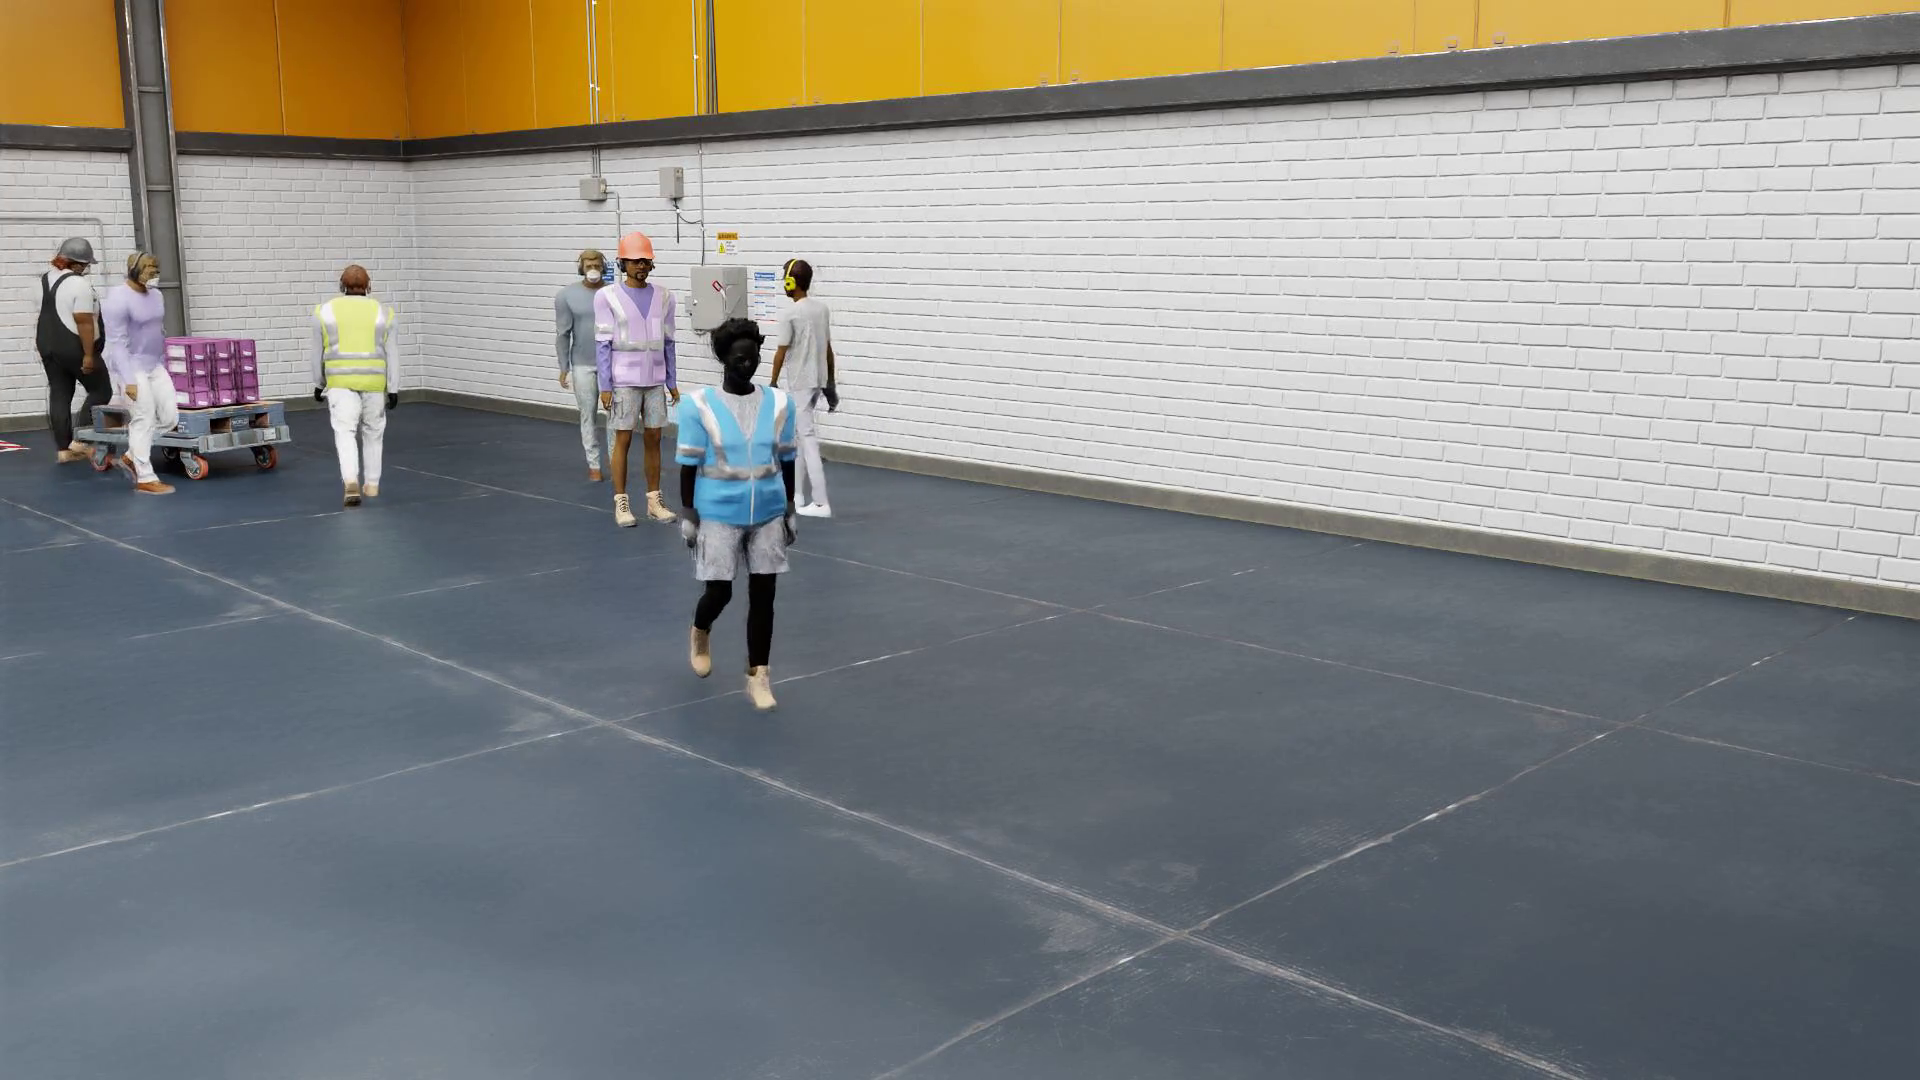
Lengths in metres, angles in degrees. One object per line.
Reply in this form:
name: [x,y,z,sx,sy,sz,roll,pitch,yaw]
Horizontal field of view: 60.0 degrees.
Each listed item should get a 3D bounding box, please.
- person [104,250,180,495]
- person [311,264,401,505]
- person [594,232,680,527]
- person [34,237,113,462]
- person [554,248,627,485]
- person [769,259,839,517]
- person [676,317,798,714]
person: [-6.366,-1.281,12.898,0.522,1.903,0.668,2,11,8]
person: [-4.577,-1.182,12.643,0.633,1.815,0.887,-4,11,-22]
person: [-2.236,-1.116,11.625,0.608,2.044,0.372,-8,13,-36]
person: [-7.910,-1.706,14.849,0.705,2.000,0.536,4,11,20]
person: [-2.954,-1.393,13.482,0.636,1.910,0.753,-2,11,-13]
person: [-1.214,-1.093,12.026,0.740,1.845,0.565,7,12,33]
person: [-0.970,-0.121,7.167,0.540,1.686,0.546,-5,12,-25]
